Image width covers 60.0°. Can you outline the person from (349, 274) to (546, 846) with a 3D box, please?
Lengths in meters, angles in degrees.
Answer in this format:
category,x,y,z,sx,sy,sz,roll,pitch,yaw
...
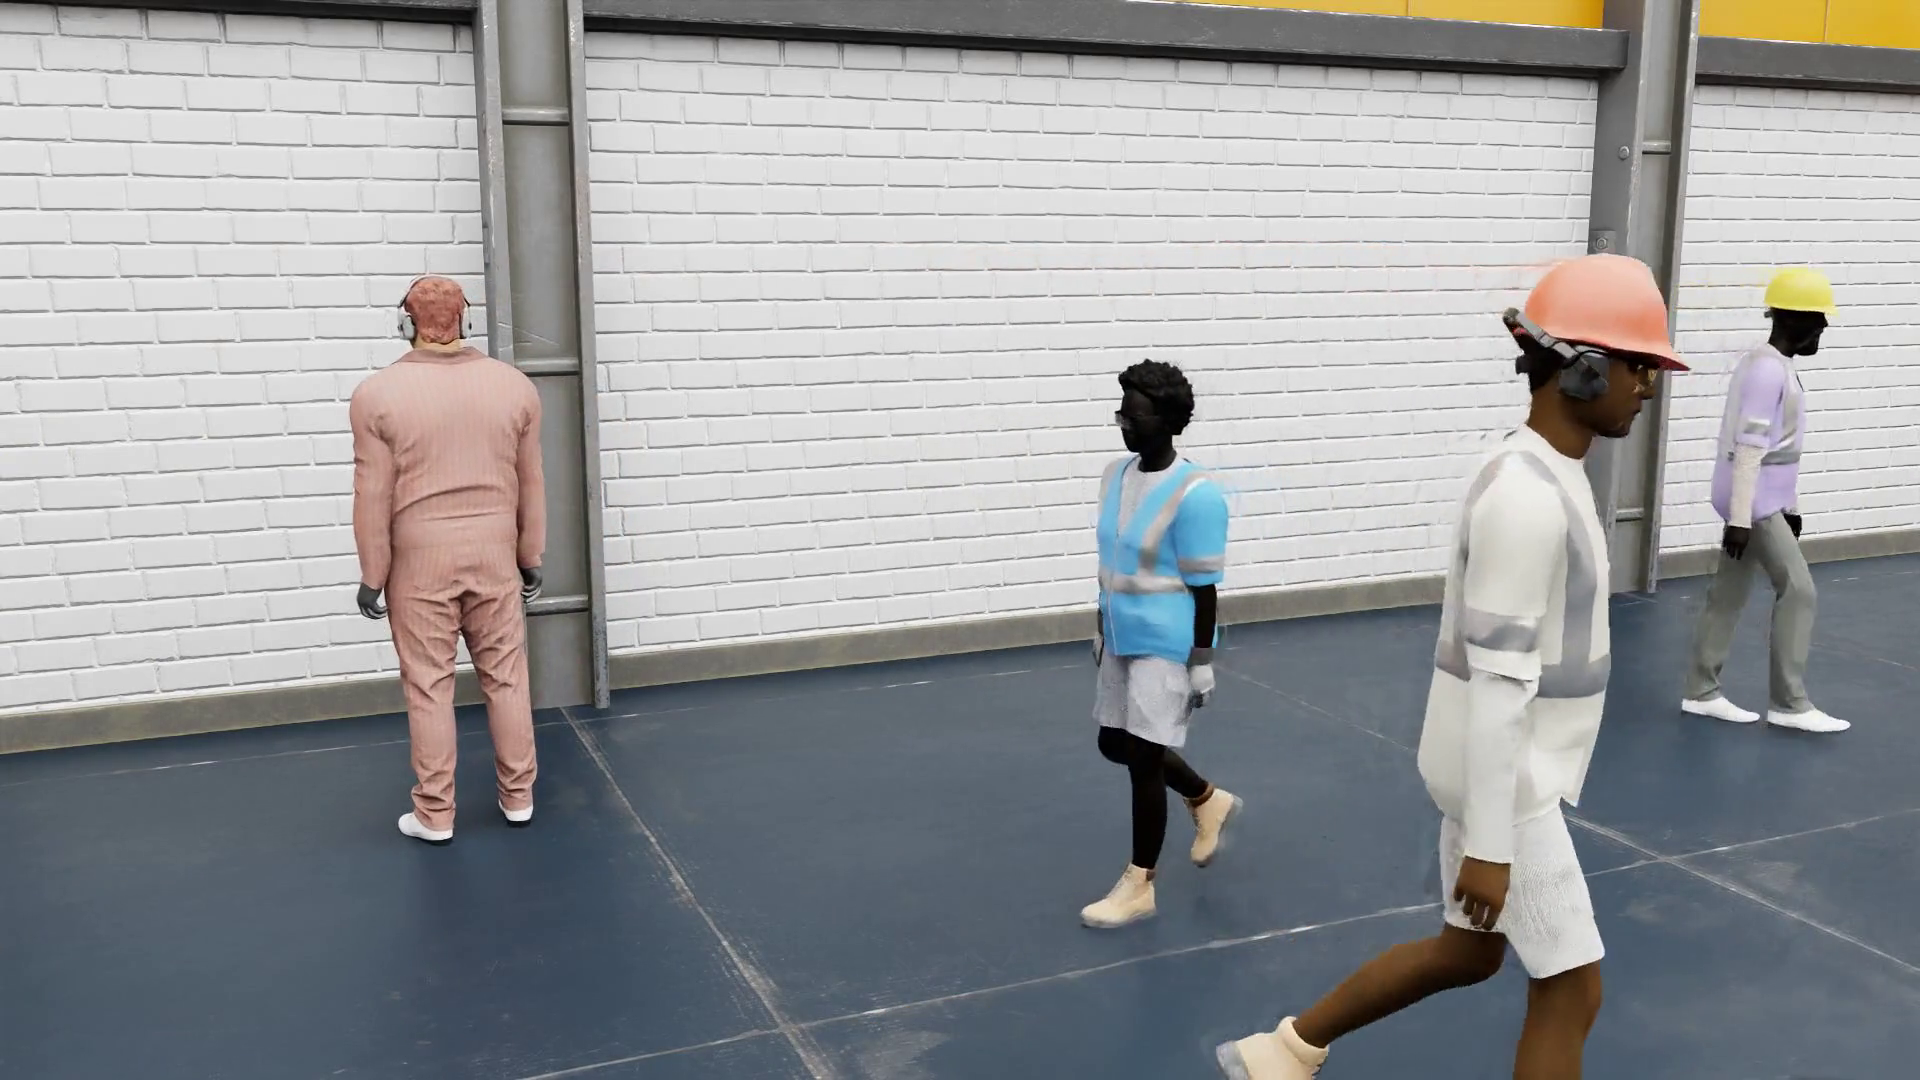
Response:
category,x,y,z,sx,sy,sz,roll,pitch,yaw
person,-1.719,0.067,5.607,0.652,1.904,0.403,-7,13,-35

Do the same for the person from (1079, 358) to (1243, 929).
category,x,y,z,sx,sy,sz,roll,pitch,yaw
person,0.629,0.295,4.944,0.576,1.679,0.536,-5,12,-28

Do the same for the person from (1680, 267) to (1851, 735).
category,x,y,z,sx,sy,sz,roll,pitch,yaw
person,3.378,-0.144,6.762,0.767,1.898,0.625,5,12,26

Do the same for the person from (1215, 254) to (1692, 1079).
category,x,y,z,sx,sy,sz,roll,pitch,yaw
person,0.973,0.444,3.289,0.874,2.008,0.637,4,11,20
